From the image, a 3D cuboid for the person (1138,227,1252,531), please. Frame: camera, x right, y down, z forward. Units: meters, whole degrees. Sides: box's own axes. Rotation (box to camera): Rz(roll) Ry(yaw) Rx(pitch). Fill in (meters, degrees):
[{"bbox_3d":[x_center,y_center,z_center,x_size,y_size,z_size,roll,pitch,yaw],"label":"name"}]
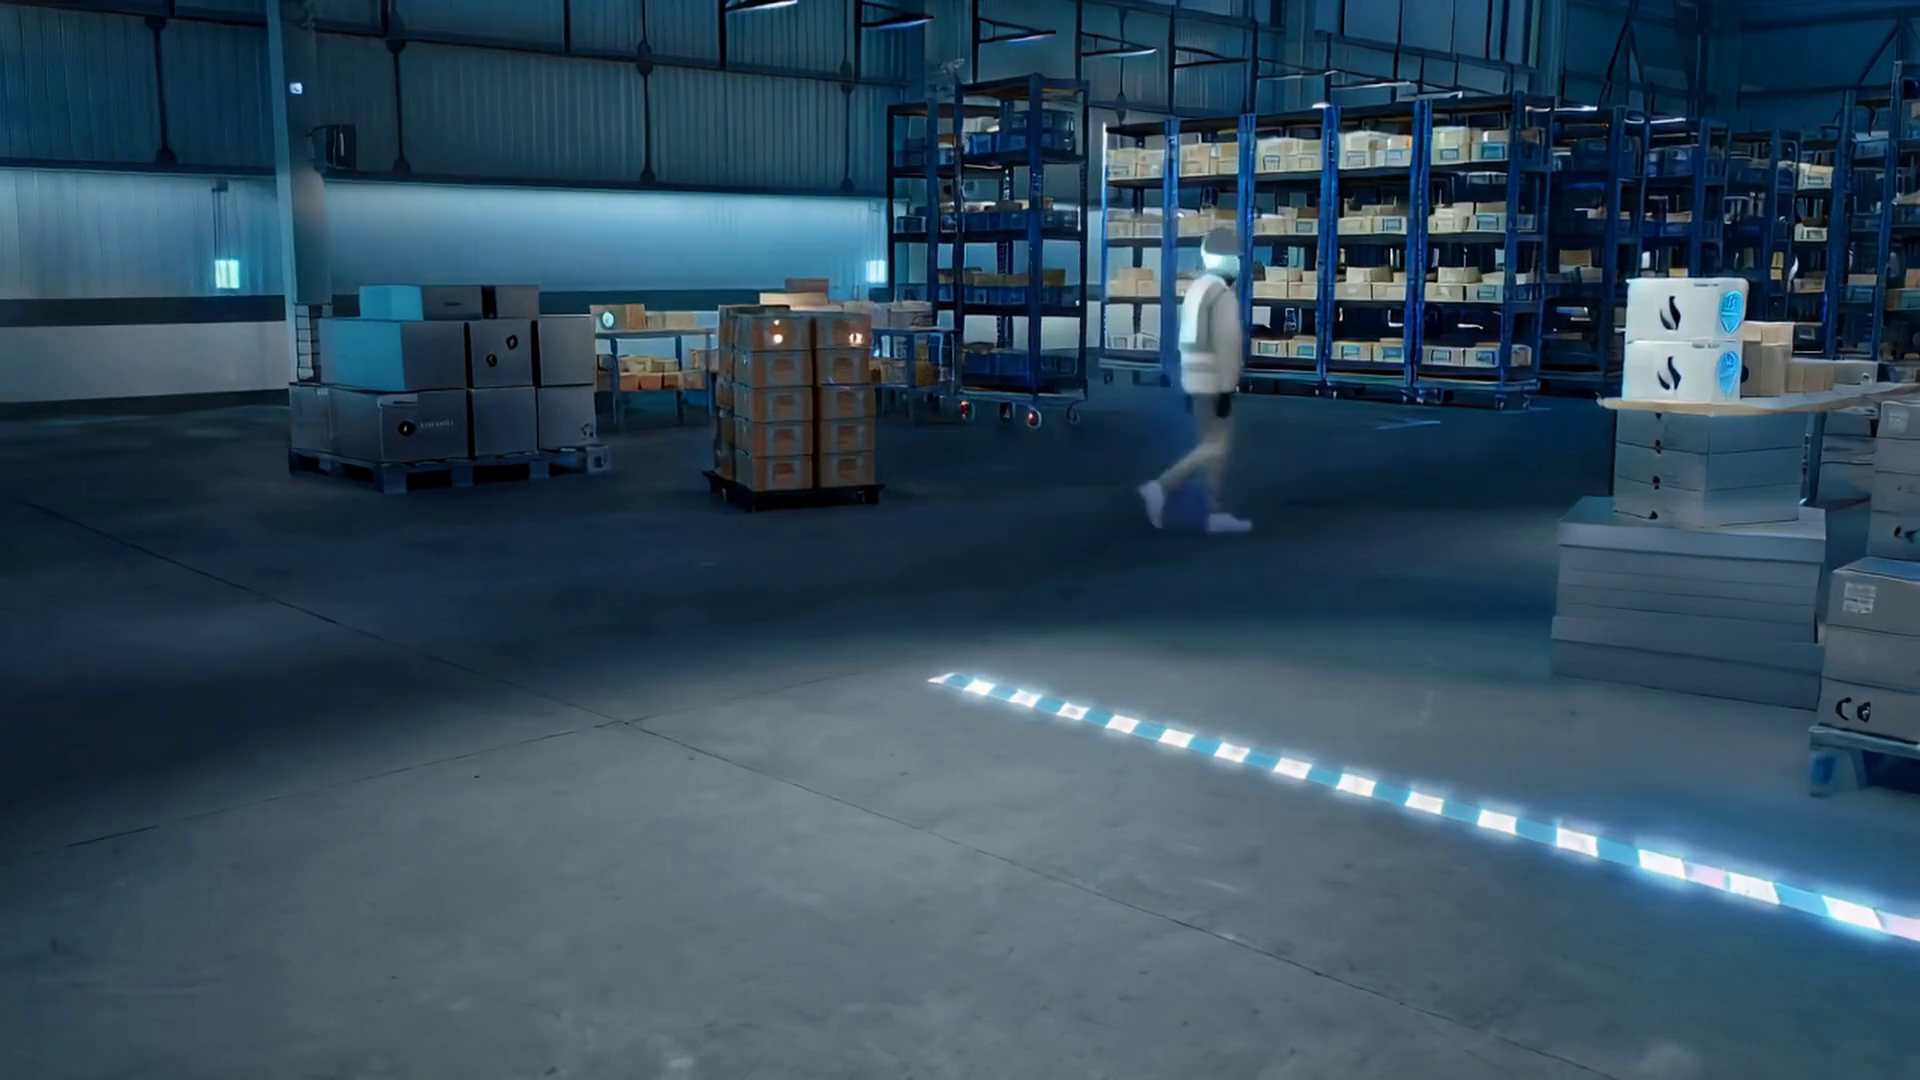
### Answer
[{"bbox_3d":[1.489,-0.977,10.370,0.731,1.927,0.616,-2,10,-14],"label":"person"}]
